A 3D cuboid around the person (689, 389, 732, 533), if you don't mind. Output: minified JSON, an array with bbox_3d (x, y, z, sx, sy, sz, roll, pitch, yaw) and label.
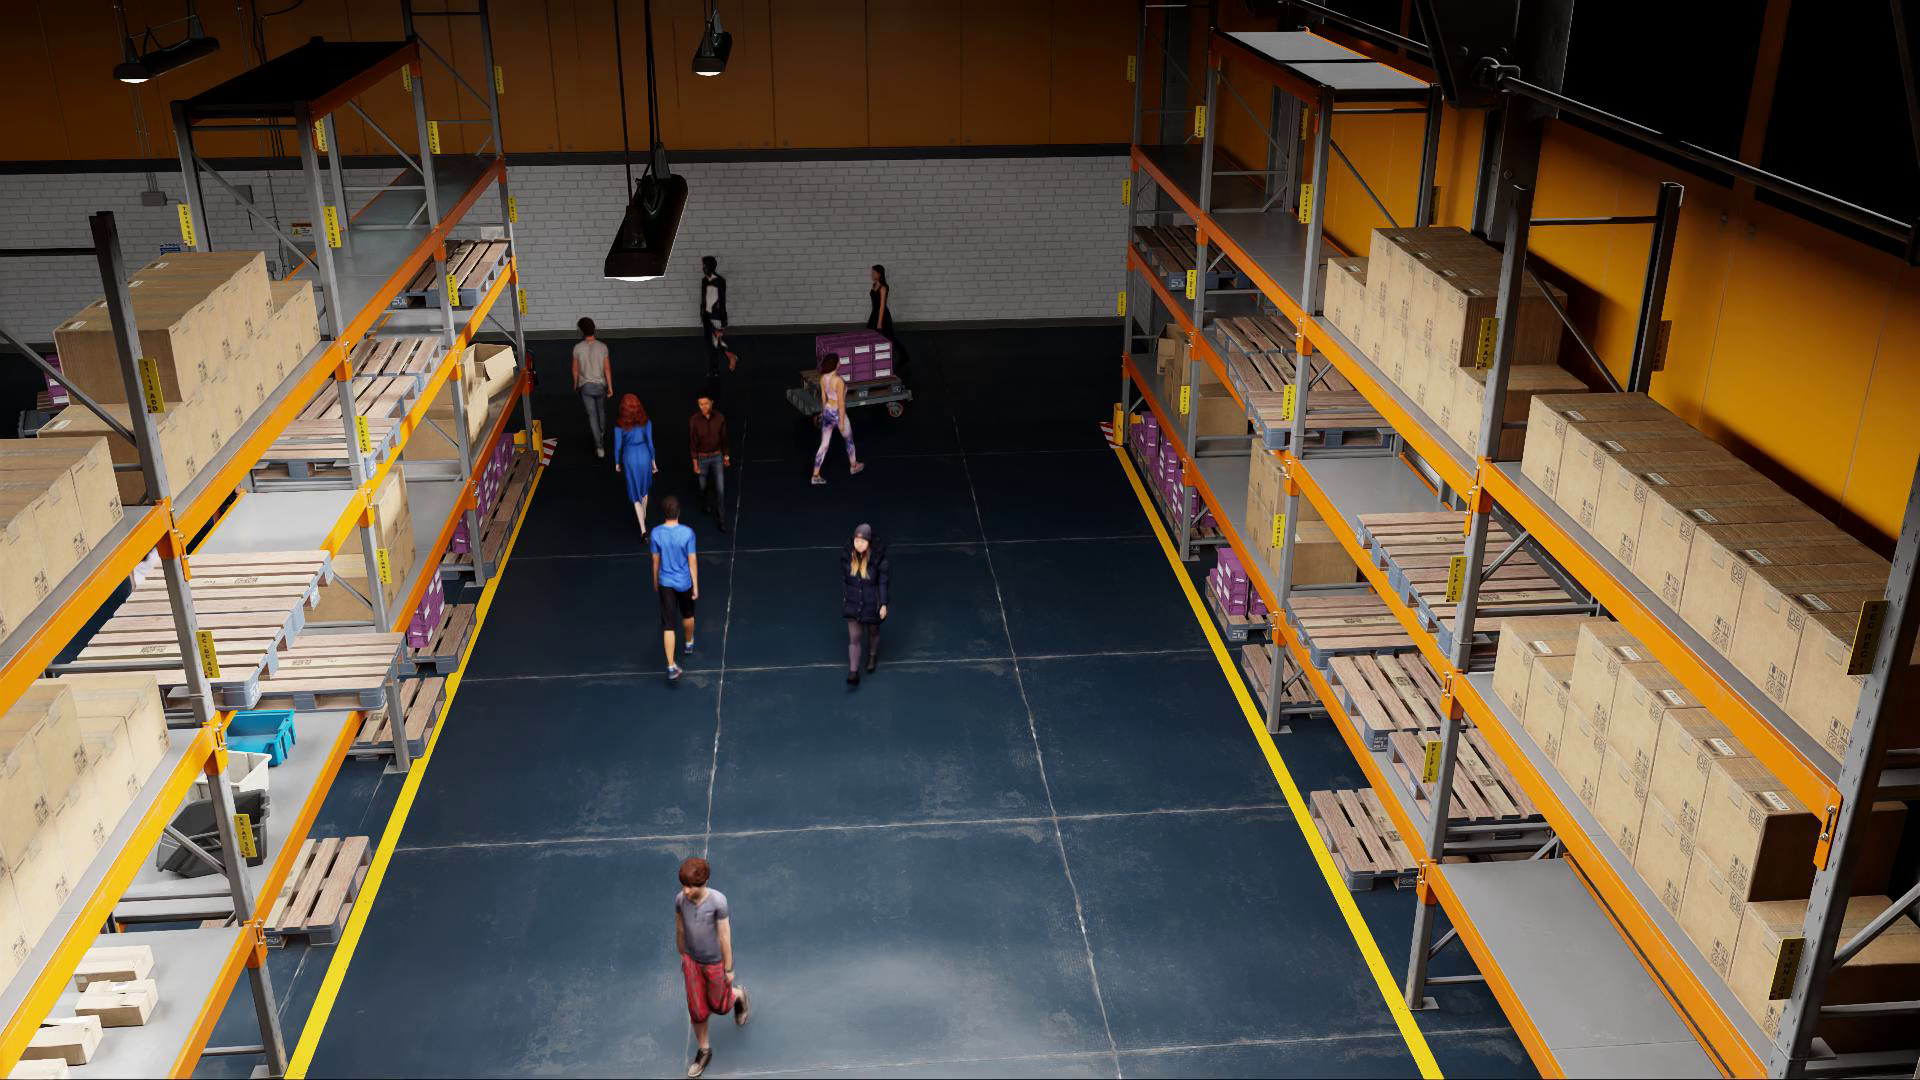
[{"bbox_3d":[-3.060,-0.998,20.118,0.795,1.742,1.109,-8,25,-17],"label":"person"}]

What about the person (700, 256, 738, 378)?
[{"bbox_3d":[-3.702,-3.425,25.496,0.949,1.882,1.006,21,31,39],"label":"person"}]

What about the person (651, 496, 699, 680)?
[{"bbox_3d":[-2.853,0.506,16.576,0.627,1.825,1.215,-1,24,-3],"label":"person"}]

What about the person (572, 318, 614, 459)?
[{"bbox_3d":[-4.914,-1.994,22.281,0.947,1.835,1.278,-10,26,-22],"label":"person"}]

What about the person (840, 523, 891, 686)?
[{"bbox_3d":[-0.918,0.590,16.611,0.836,1.643,1.069,4,24,9],"label":"person"}]

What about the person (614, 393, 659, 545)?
[{"bbox_3d":[-3.783,-0.799,19.602,0.846,1.792,1.131,-10,25,-21],"label":"person"}]

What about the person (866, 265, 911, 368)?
[{"bbox_3d":[-1.143,-3.420,25.778,0.948,1.646,1.175,-11,26,-24],"label":"person"}]

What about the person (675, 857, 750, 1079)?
[{"bbox_3d":[-1.698,2.852,11.445,0.796,1.634,1.017,7,25,15],"label":"person"}]

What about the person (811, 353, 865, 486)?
[{"bbox_3d":[-1.667,-1.508,21.314,1.111,1.719,1.241,16,28,33],"label":"person"}]
